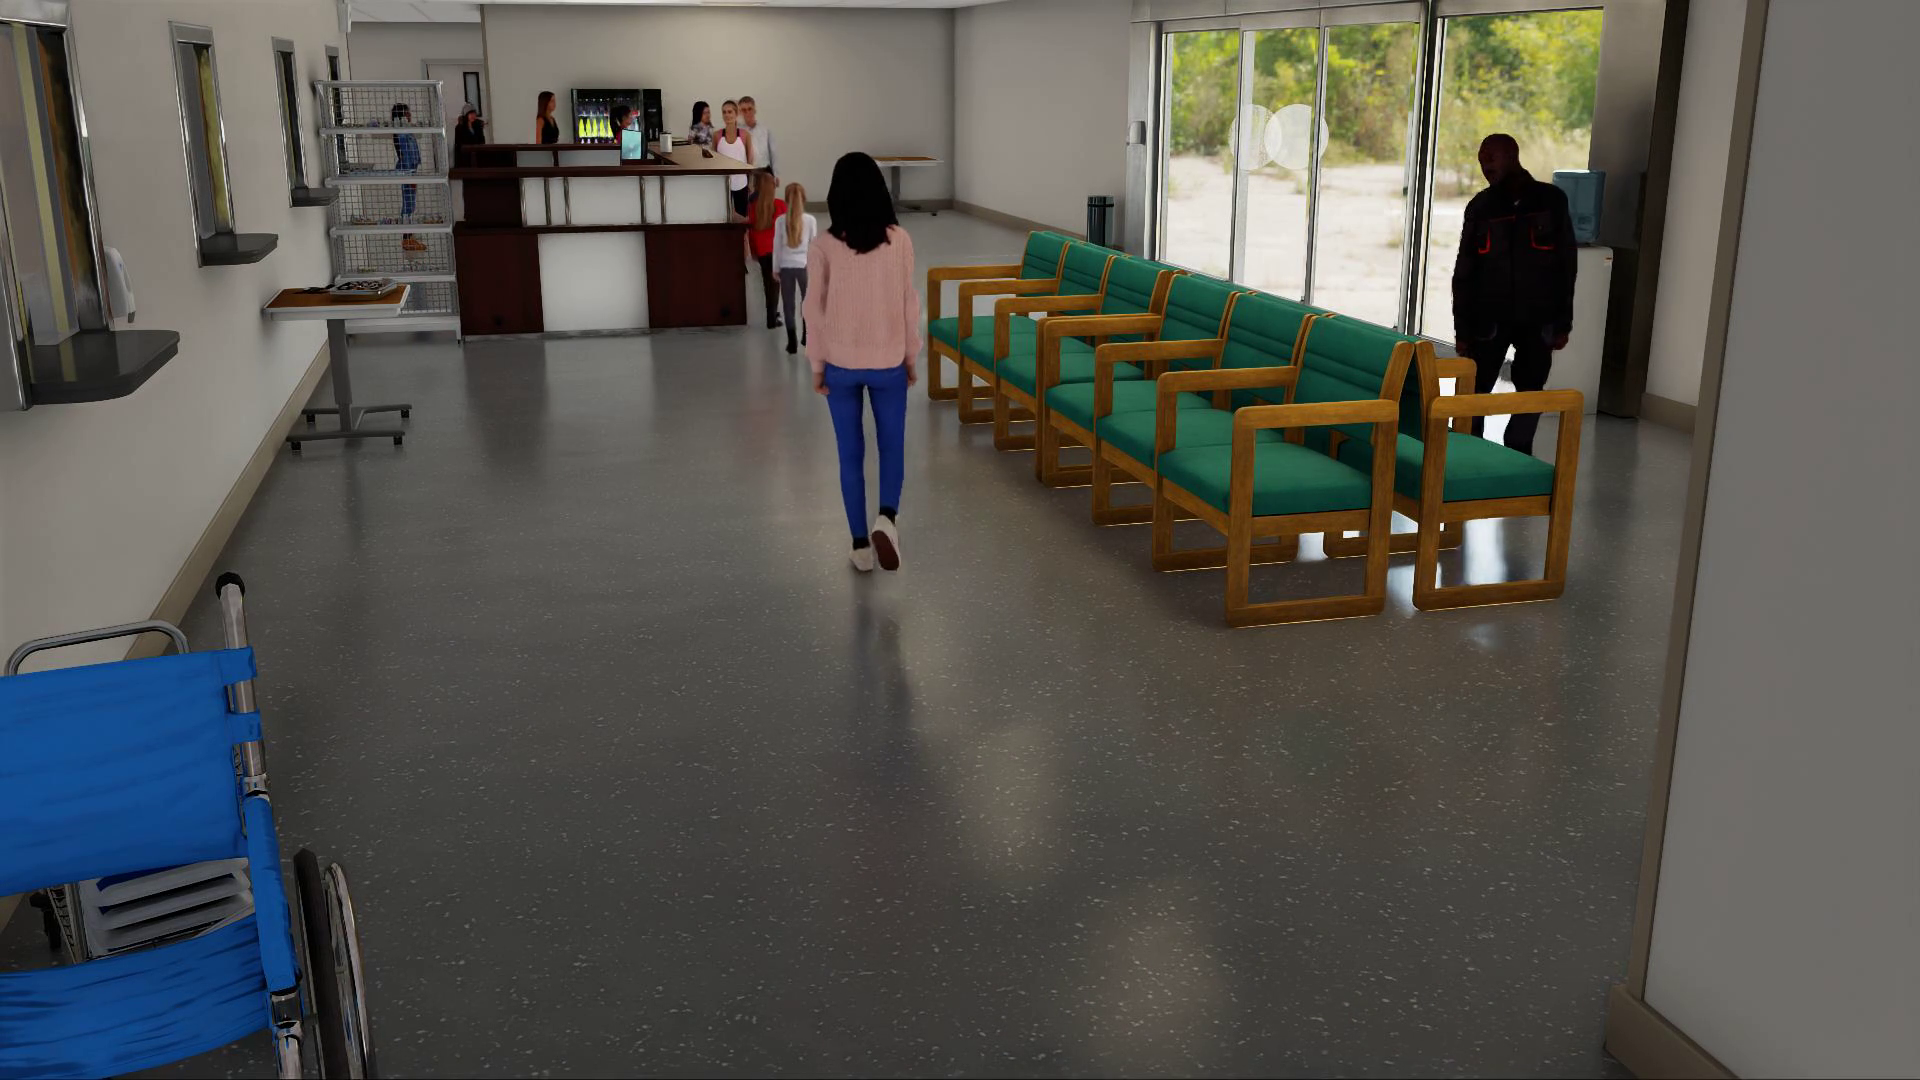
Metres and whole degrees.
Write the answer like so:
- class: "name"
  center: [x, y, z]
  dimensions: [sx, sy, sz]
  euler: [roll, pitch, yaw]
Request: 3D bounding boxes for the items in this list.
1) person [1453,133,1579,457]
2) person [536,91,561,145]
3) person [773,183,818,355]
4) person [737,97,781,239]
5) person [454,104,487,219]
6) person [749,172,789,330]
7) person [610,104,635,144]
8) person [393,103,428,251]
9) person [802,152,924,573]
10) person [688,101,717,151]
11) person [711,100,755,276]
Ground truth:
- class: "person"
  center: [2.755, -1.087, 8.196]
  dimensions: [0.787, 1.788, 0.921]
  euler: [-1, 16, -4]
- class: "person"
  center: [-5.235, -4.631, 20.803]
  dimensions: [1.229, 1.770, 0.919]
  euler: [3, 16, 9]
- class: "person"
  center: [-1.231, -2.024, 12.479]
  dimensions: [0.468, 1.269, 0.571]
  euler: [-3, 16, -9]
- class: "person"
  center: [-2.339, -4.148, 19.095]
  dimensions: [1.166, 1.768, 0.771]
  euler: [-6, 17, -21]
- class: "person"
  center: [-7.054, -5.402, 23.842]
  dimensions: [0.998, 1.605, 1.018]
  euler: [14, 21, 41]
- class: "person"
  center: [-1.581, -2.373, 13.735]
  dimensions: [0.768, 1.259, 0.754]
  euler: [4, 16, 13]
- class: "person"
  center: [-4.050, -4.317, 19.844]
  dimensions: [0.838, 1.686, 0.628]
  euler: [-6, 17, -21]
- class: "person"
  center: [-6.629, -4.361, 19.952]
  dimensions: [0.538, 1.712, 0.626]
  euler: [-6, 17, -19]
- class: "person"
  center: [-0.380, -0.679, 6.805]
  dimensions: [0.891, 1.758, 0.800]
  euler: [-2, 16, -6]
- class: "person"
  center: [-3.149, -4.362, 19.973]
  dimensions: [1.129, 1.703, 1.071]
  euler: [8, 18, 26]
- class: "person"
  center: [-2.371, -3.668, 17.355]
  dimensions: [0.556, 1.787, 0.721]
  euler: [0, 16, 0]
